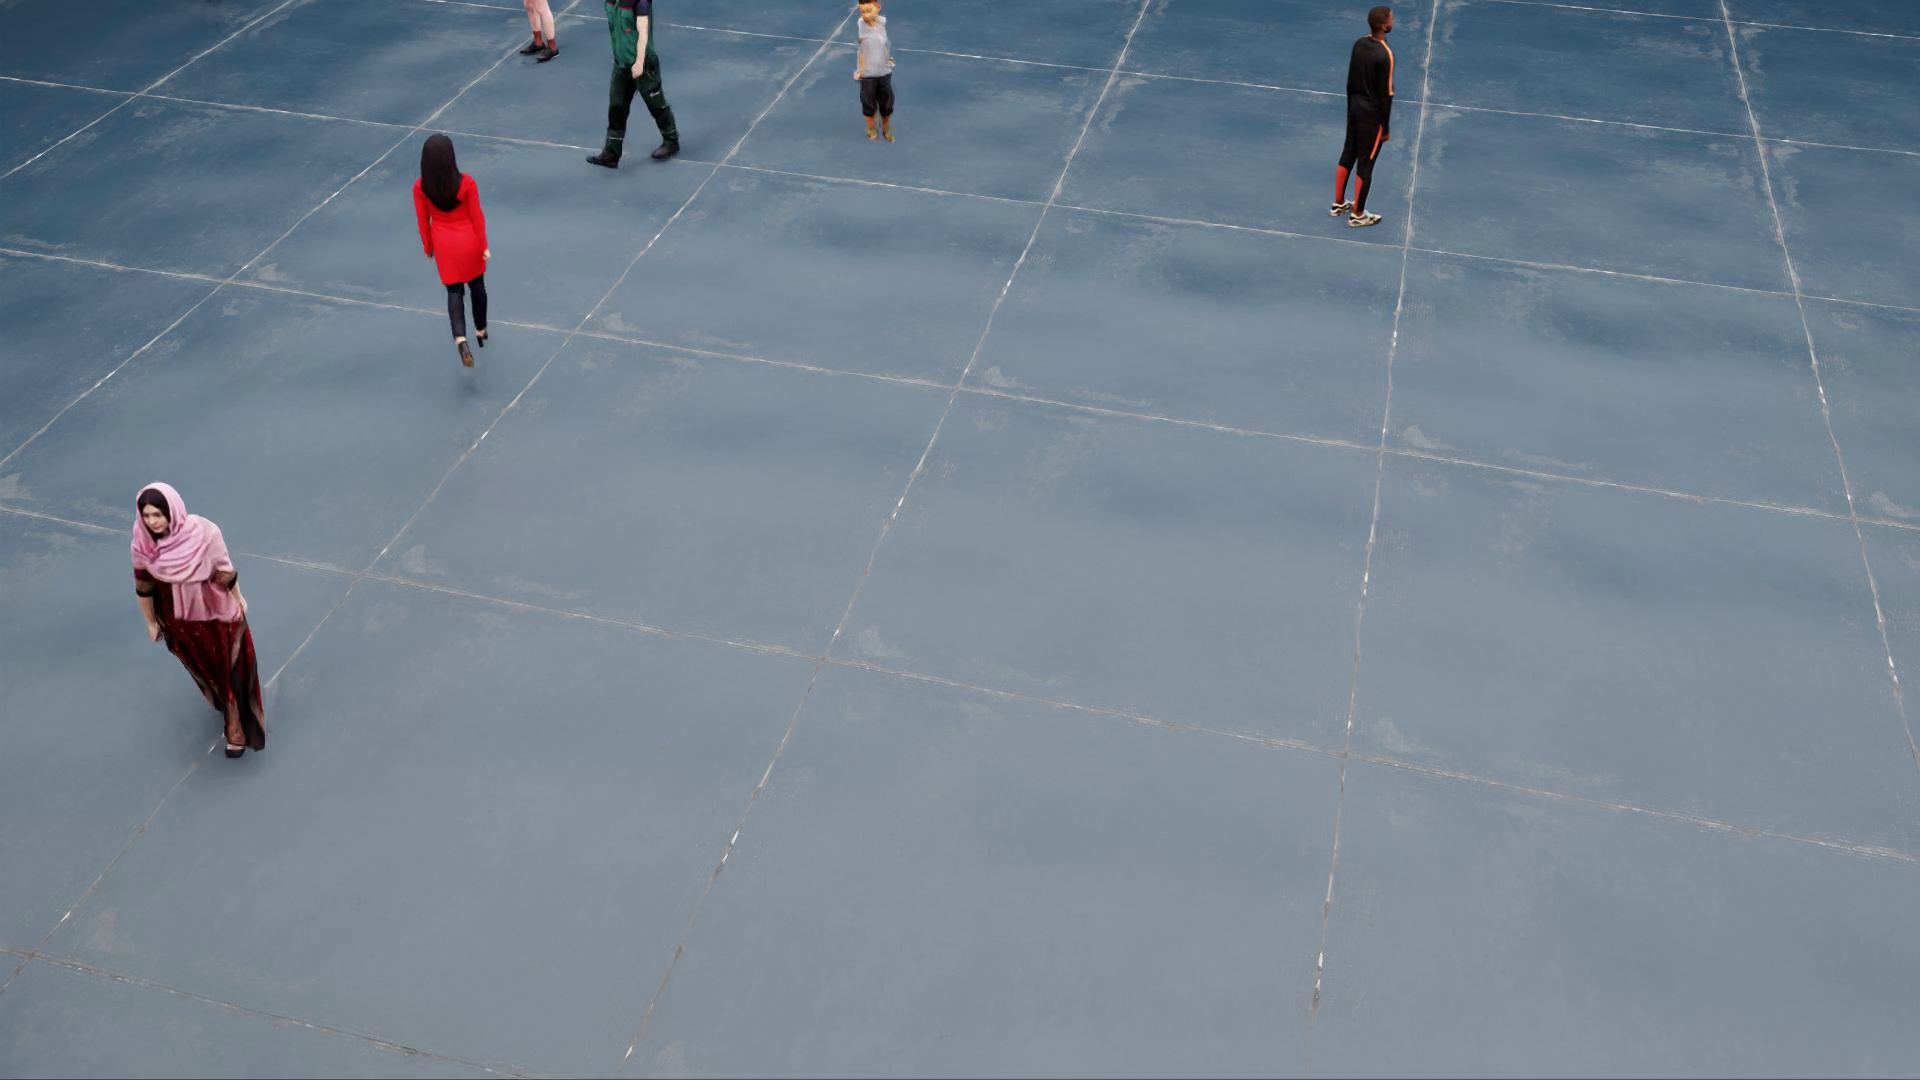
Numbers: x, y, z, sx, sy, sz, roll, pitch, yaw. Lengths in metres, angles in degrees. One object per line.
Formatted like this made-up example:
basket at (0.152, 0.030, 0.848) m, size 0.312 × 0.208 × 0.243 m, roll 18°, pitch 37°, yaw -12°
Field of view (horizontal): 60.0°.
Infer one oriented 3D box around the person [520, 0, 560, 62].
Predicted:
person at (-4.210, -5.583, 16.297) m, size 0.704 × 1.720 × 0.696 m, roll -31°, pitch 48°, yaw -34°

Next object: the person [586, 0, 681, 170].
person at (-2.715, -4.131, 14.336) m, size 0.972 × 1.850 × 1.252 m, roll 25°, pitch 45°, yaw 29°

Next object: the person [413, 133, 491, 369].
person at (-3.539, -2.002, 11.712) m, size 0.860 × 1.729 × 1.066 m, roll -5°, pitch 38°, yaw -7°

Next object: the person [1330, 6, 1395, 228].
person at (3.293, -3.441, 13.488) m, size 0.758 × 1.808 × 0.694 m, roll -19°, pitch 42°, yaw -22°

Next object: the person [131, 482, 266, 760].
person at (-4.031, 0.321, 8.840) m, size 0.863 × 1.610 × 1.060 m, roll -5°, pitch 38°, yaw -7°

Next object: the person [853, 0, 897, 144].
person at (-0.767, -4.275, 14.853) m, size 0.702 × 1.438 × 0.735 m, roll -17°, pitch 41°, yaw -21°
